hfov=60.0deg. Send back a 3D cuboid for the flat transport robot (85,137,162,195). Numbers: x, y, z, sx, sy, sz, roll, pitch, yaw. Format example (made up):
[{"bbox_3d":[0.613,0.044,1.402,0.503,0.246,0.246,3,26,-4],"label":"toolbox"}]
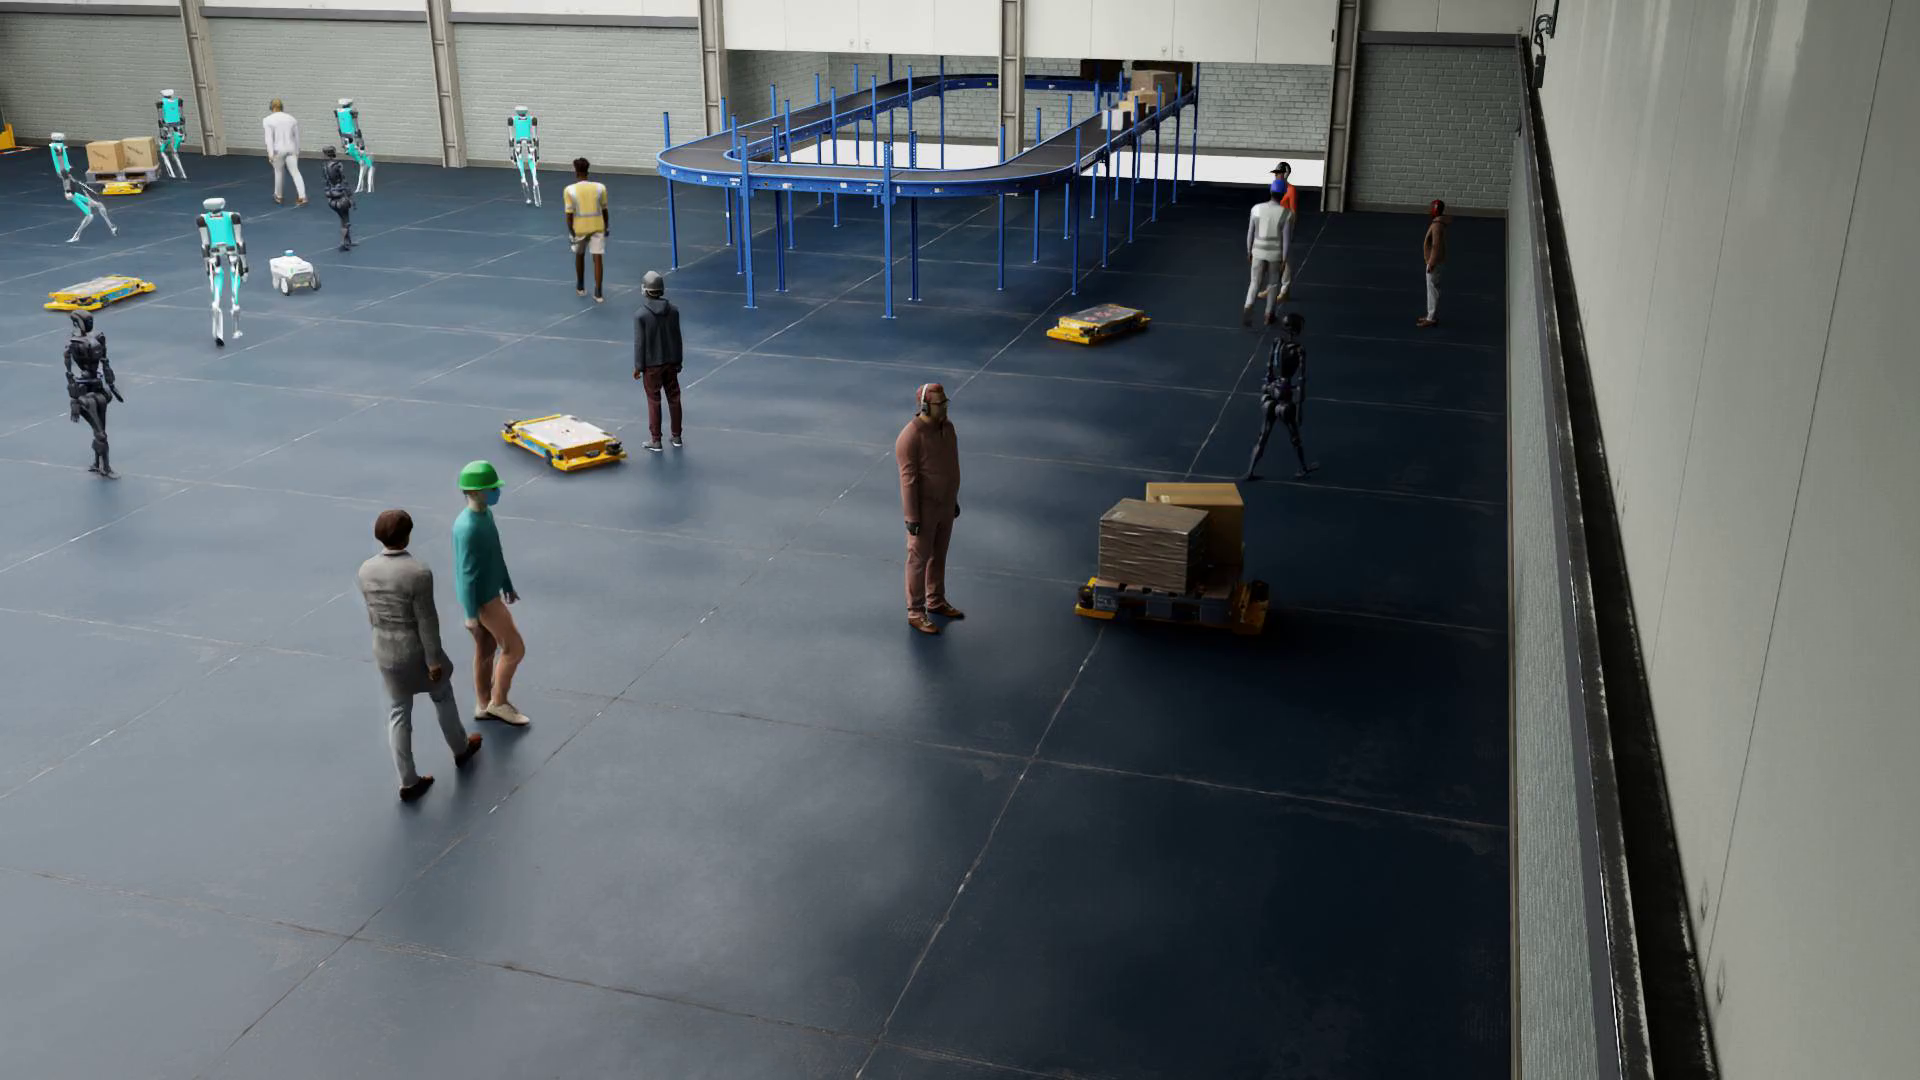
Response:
[{"bbox_3d":[-15.992,-6.826,31.883,0.659,0.231,1.431,-7,22,-18],"label":"flat transport robot"}]

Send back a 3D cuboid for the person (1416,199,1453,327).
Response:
[{"bbox_3d":[6.159,-3.588,21.557,0.309,1.650,0.472,8,23,21],"label":"person"}]

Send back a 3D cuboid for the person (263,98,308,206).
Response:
[{"bbox_3d":[-12.274,-7.031,30.198,0.668,1.880,1.049,-18,27,-39],"label":"person"}]

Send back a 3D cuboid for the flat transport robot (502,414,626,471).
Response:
[{"bbox_3d":[-4.009,-1.001,16.773,0.659,0.231,1.431,-17,27,-37],"label":"flat transport robot"}]

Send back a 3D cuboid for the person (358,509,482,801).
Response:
[{"bbox_3d":[-3.379,0.658,10.353,0.518,1.793,0.874,4,22,11],"label":"person"}]

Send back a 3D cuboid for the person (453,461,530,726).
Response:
[{"bbox_3d":[-3.068,0.367,11.011,0.541,1.855,0.563,-1,21,-3],"label":"person"}]

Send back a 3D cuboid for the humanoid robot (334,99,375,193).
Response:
[{"bbox_3d":[-11.371,-7.445,31.477,0.537,1.812,0.702,10,23,24],"label":"humanoid robot"}]

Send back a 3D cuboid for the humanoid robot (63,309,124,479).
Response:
[{"bbox_3d":[-8.261,-1.405,15.887,0.570,1.637,0.611,5,22,13],"label":"humanoid robot"}]

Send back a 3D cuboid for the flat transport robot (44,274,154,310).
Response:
[{"bbox_3d":[-11.926,-3.426,23.062,0.659,0.231,1.431,4,21,10],"label":"flat transport robot"}]

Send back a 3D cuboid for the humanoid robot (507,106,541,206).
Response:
[{"bbox_3d":[-7.820,-6.838,30.038,0.546,1.908,0.716,-8,23,-21],"label":"humanoid robot"}]

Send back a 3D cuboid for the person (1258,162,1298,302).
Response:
[{"bbox_3d":[4.385,-4.242,22.899,0.410,1.910,0.480,-13,25,-30],"label":"person"}]

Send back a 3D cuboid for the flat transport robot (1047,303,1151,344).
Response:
[{"bbox_3d":[1.801,-2.785,21.402,0.659,0.231,1.431,16,26,36],"label":"flat transport robot"}]

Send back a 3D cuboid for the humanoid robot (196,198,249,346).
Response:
[{"bbox_3d":[-9.242,-3.304,20.796,0.560,1.812,0.942,-3,21,-7],"label":"humanoid robot"}]

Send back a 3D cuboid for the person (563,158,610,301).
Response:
[{"bbox_3d":[-5.184,-4.342,23.141,0.618,1.924,0.940,-7,22,-18],"label":"person"}]

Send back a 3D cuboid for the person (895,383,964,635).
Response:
[{"bbox_3d":[-0.200,-0.255,12.558,0.413,1.913,0.640,13,25,30],"label":"person"}]

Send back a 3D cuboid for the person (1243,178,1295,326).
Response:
[{"bbox_3d":[3.962,-3.677,21.433,0.625,1.911,0.794,9,23,23],"label":"person"}]

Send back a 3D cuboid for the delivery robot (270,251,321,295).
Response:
[{"bbox_3d":[-9.485,-3.795,23.643,0.807,0.609,0.499,20,29,41],"label":"delivery robot"}]

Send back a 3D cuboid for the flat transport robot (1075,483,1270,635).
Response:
[{"bbox_3d":[1.662,0.467,12.967,1.431,0.231,0.659,6,22,15],"label":"flat transport robot"}]

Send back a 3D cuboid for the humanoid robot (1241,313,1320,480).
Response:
[{"bbox_3d":[3.078,-1.361,15.814,0.778,1.623,0.590,-10,23,-24],"label":"humanoid robot"}]

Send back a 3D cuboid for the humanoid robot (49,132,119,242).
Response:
[{"bbox_3d":[-14.209,-5.755,27.101,0.918,1.783,0.551,-12,24,-28],"label":"humanoid robot"}]

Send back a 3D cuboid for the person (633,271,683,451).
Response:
[{"bbox_3d":[-3.018,-1.792,16.678,0.540,1.812,0.367,-16,26,-35],"label":"person"}]

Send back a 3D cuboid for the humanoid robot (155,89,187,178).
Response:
[{"bbox_3d":[-15.677,-8.033,32.958,0.739,1.782,0.538,16,26,36],"label":"humanoid robot"}]

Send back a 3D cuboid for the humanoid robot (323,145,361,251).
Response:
[{"bbox_3d":[-9.741,-5.413,26.268,0.600,1.642,0.590,15,26,34],"label":"humanoid robot"}]
